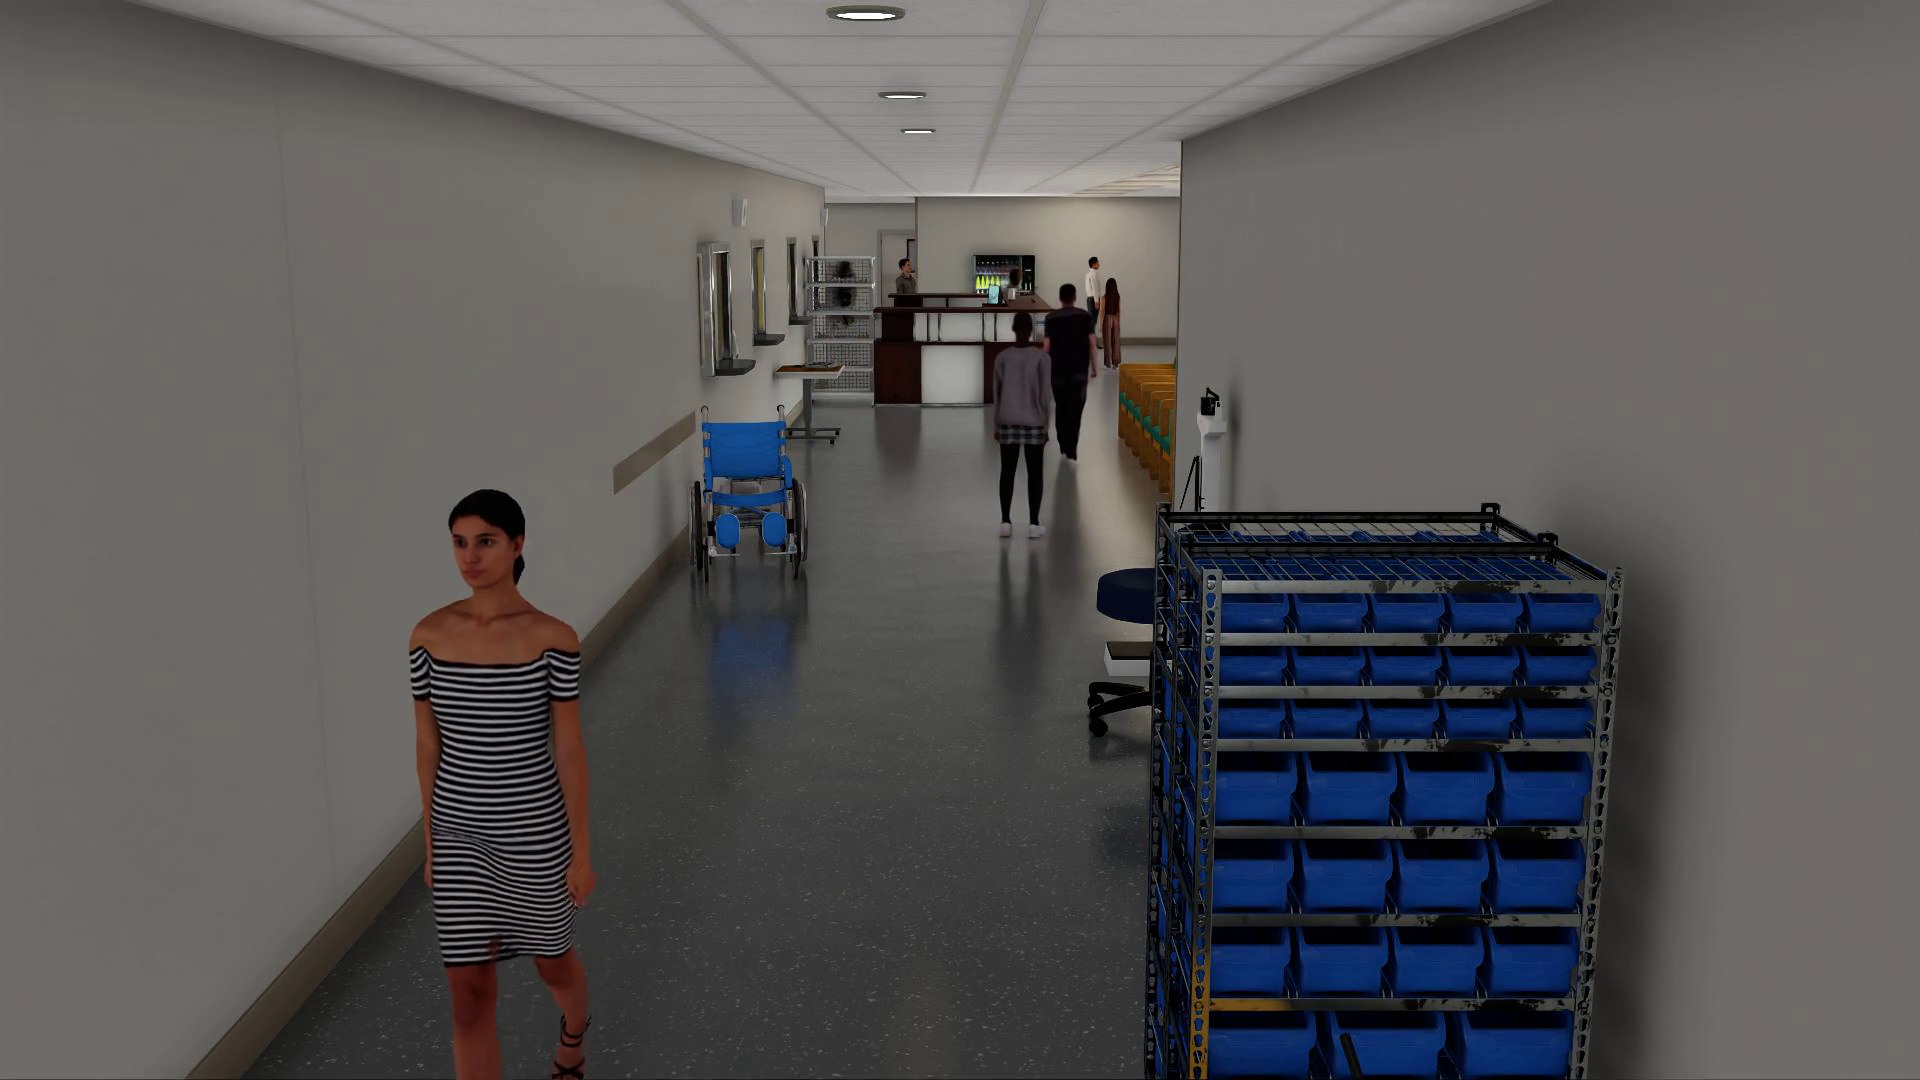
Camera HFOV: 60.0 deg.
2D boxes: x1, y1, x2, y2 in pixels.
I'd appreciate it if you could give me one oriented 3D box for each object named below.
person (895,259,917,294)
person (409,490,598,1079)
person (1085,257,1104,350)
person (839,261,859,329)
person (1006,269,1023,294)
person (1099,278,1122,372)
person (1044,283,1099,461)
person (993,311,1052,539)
[{"bbox_3d":[-0.942,-3.921,28.708,0.780,1.866,0.792,6,12,29],"label":"person"},{"bbox_3d":[-1.097,0.774,4.187,0.991,1.784,0.690,0,11,2],"label":"person"},{"bbox_3d":[2.628,-4.700,32.962,0.612,1.812,0.689,-2,11,-9],"label":"person"},{"bbox_3d":[-2.662,-5.795,39.352,0.985,1.580,0.830,2,11,8],"label":"person"},{"bbox_3d":[0.956,-4.447,32.219,0.829,1.591,0.771,4,12,22],"label":"person"},{"bbox_3d":[2.559,-3.666,28.183,0.571,1.562,0.693,-4,12,-21],"label":"person"},{"bbox_3d":[1.142,-1.717,17.250,1.220,1.808,0.970,3,11,14],"label":"person"},{"bbox_3d":[0.486,-0.907,13.097,0.574,1.766,0.736,3,11,14],"label":"person"}]
